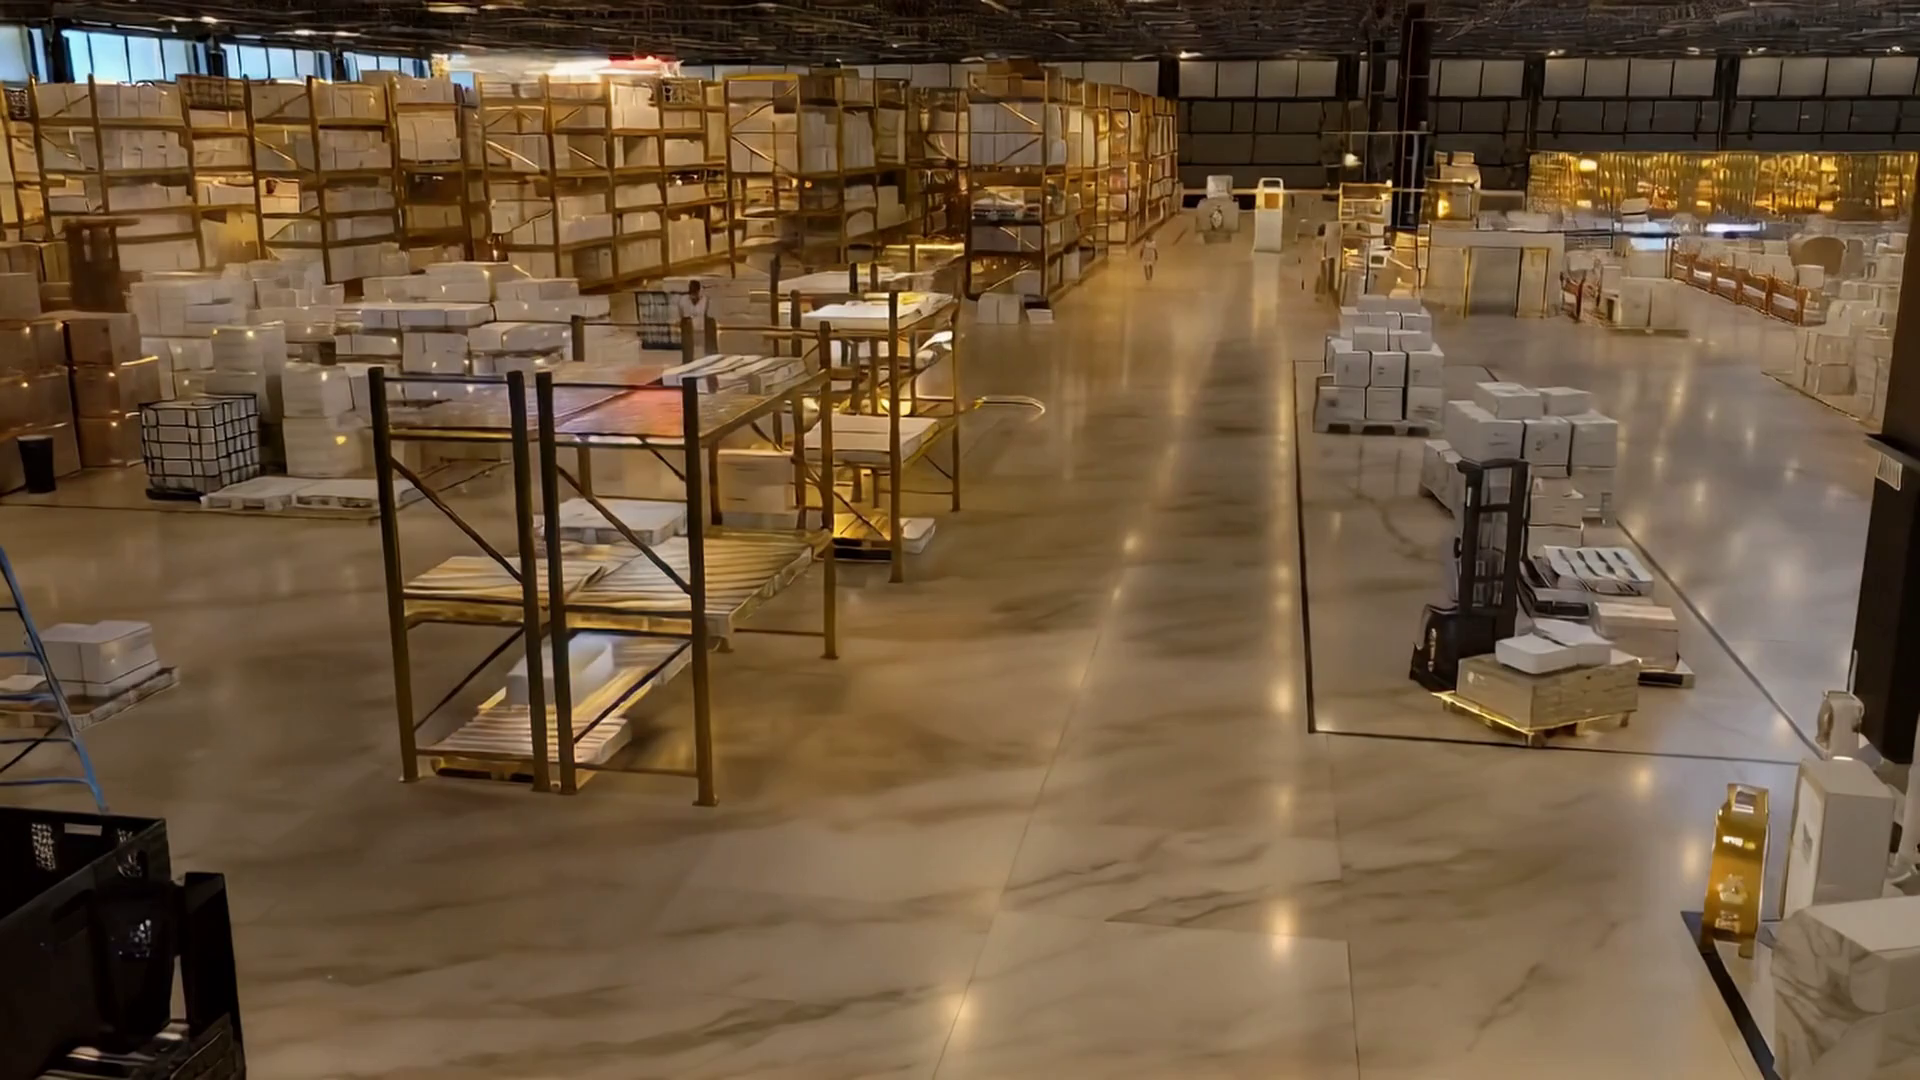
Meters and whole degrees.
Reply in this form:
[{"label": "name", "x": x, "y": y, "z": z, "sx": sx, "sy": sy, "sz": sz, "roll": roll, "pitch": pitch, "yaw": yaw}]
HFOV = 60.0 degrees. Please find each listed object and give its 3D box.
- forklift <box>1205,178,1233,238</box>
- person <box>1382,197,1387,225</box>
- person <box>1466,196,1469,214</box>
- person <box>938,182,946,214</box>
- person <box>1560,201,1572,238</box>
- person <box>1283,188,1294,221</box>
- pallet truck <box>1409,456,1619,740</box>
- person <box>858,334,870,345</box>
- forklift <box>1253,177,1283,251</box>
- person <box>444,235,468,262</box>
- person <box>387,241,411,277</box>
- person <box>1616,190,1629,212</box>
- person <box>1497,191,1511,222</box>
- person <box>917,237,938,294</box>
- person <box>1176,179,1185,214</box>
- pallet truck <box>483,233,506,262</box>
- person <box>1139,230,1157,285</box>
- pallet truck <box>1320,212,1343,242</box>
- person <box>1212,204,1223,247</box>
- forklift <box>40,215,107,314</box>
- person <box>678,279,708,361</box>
[{"label": "forklift", "x": 11.343, "y": -14.597, "z": 72.470, "sx": 1.129, "sy": 2.768, "sz": 1.873, "roll": 3, "pitch": 14, "yaw": 10}, {"label": "person", "x": 20.713, "y": -16.294, "z": 81.822, "sx": 0.866, "sy": 1.680, "sz": 0.587, "roll": 8, "pitch": 16, "yaw": 30}, {"label": "person", "x": 22.105, "y": -14.211, "z": 73.054, "sx": 0.592, "sy": 1.833, "sz": 0.404, "roll": 5, "pitch": 15, "yaw": 20}, {"label": "person", "x": -0.902, "y": -19.326, "z": 93.946, "sx": 0.954, "sy": 1.784, "sz": 0.602, "roll": 5, "pitch": 15, "yaw": 19}, {"label": "person", "x": 23.703, "y": -12.350, "z": 65.329, "sx": 0.855, "sy": 1.926, "sz": 0.607, "roll": 2, "pitch": 14, "yaw": 9}, {"label": "person", "x": 17.095, "y": -17.452, "z": 86.467, "sx": 0.592, "sy": 1.704, "sz": 0.504, "roll": 7, "pitch": 16, "yaw": 27}, {"label": "pallet truck", "x": 4.504, "y": 0.400, "z": 13.395, "sx": 0.823, "sy": 1.965, "sz": 1.885, "roll": -6, "pitch": 15, "yaw": -23}, {"label": "person", "x": -2.095, "y": -5.035, "z": 36.122, "sx": 0.679, "sy": 1.671, "sz": 0.536, "roll": 8, "pitch": 16, "yaw": 29}, {"label": "forklift", "x": 12.083, "y": -12.747, "z": 64.956, "sx": 1.129, "sy": 2.768, "sz": 1.873, "roll": 3, "pitch": 14, "yaw": 10}, {"label": "person", "x": -13.438, "y": -7.177, "z": 44.333, "sx": 0.584, "sy": 1.919, "sz": 1.002, "roll": -1, "pitch": 14, "yaw": -4}, {"label": "person", "x": -14.125, "y": -6.551, "z": 41.822, "sx": 0.636, "sy": 1.902, "sz": 0.406, "roll": 4, "pitch": 14, "yaw": 17}, {"label": "person", "x": 33.716, "y": -17.041, "z": 84.616, "sx": 0.506, "sy": 1.798, "sz": 0.626, "roll": -11, "pitch": 17, "yaw": -37}, {"label": "person", "x": 25.266, "y": -15.259, "z": 77.202, "sx": 0.655, "sy": 1.883, "sz": 0.537, "roll": -8, "pitch": 16, "yaw": -29}, {"label": "person", "x": -0.853, "y": -6.860, "z": 43.026, "sx": 0.581, "sy": 1.920, "sz": 0.534, "roll": -4, "pitch": 14, "yaw": -15}, {"label": "person", "x": 12.355, "y": -19.244, "z": 93.264, "sx": 0.551, "sy": 1.941, "sz": 0.340, "roll": 11, "pitch": 17, "yaw": 37}, {"label": "pallet truck", "x": -11.832, "y": -7.026, "z": 43.548, "sx": 1.885, "sy": 1.965, "sz": 0.823, "roll": 8, "pitch": 16, "yaw": 28}, {"label": "person", "x": 5.740, "y": -8.645, "z": 50.816, "sx": 0.548, "sy": 1.644, "sz": 0.891, "roll": 3, "pitch": 14, "yaw": 13}, {"label": "pallet truck", "x": 15.874, "y": -13.227, "z": 70.310, "sx": 0.680, "sy": 1.201, "sz": 1.601, "roll": 10, "pitch": 17, "yaw": 35}, {"label": "person", "x": 10.386, "y": -12.678, "z": 67.113, "sx": 0.539, "sy": 1.695, "sz": 0.318, "roll": -11, "pitch": 17, "yaw": -37}, {"label": "forklift", "x": -18.717, "y": -5.555, "z": 35.756, "sx": 1.873, "sy": 2.768, "sz": 1.129, "roll": 2, "pitch": 14, "yaw": 10}, {"label": "person", "x": -5.008, "y": -3.951, "z": 31.259, "sx": 0.584, "sy": 1.908, "sz": 0.388, "roll": -8, "pitch": 16, "yaw": -29}]
